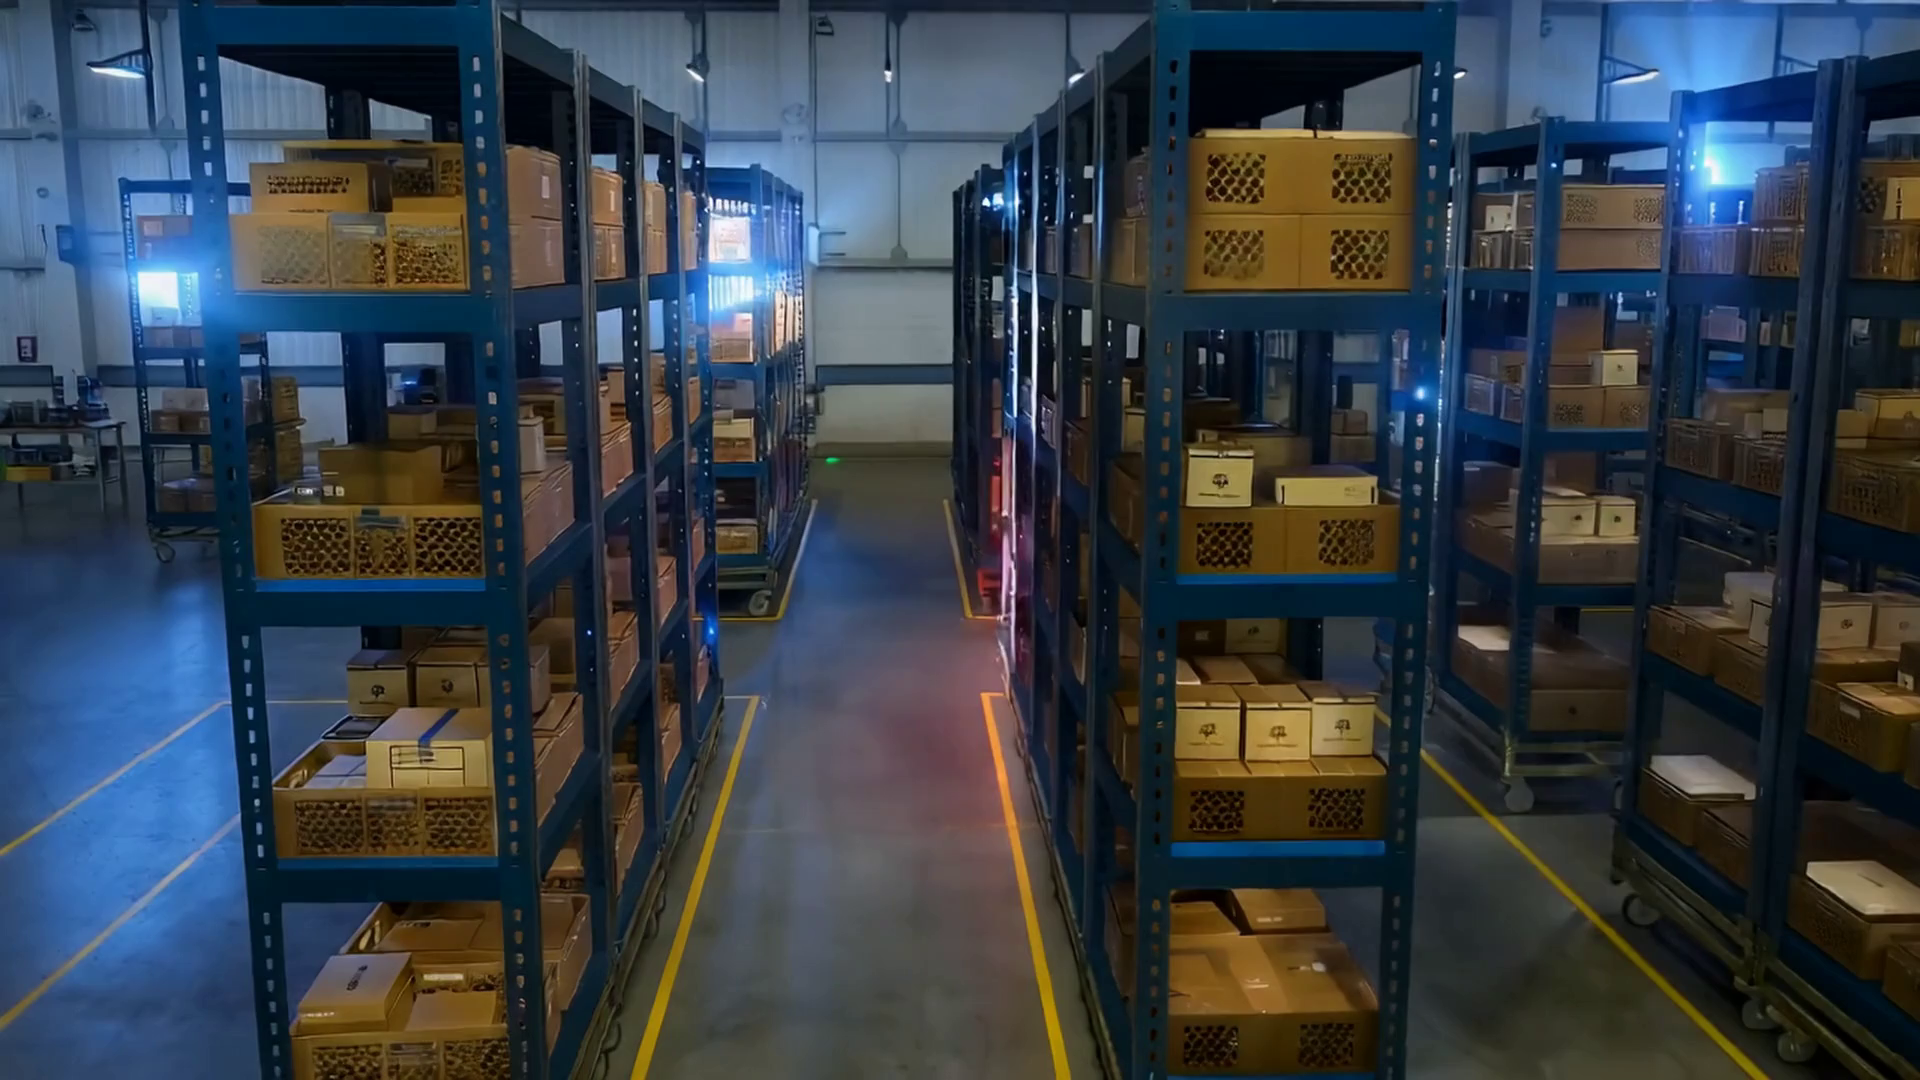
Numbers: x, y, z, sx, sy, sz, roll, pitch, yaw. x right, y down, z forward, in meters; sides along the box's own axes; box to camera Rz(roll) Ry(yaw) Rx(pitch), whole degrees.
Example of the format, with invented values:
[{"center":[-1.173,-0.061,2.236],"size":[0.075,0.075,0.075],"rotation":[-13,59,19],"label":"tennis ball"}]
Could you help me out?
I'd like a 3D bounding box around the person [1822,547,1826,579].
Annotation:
[{"center":[6.317,-0.214,12.392],"size":[0.376,2.041,0.615],"rotation":[3,10,18],"label":"person"}]
